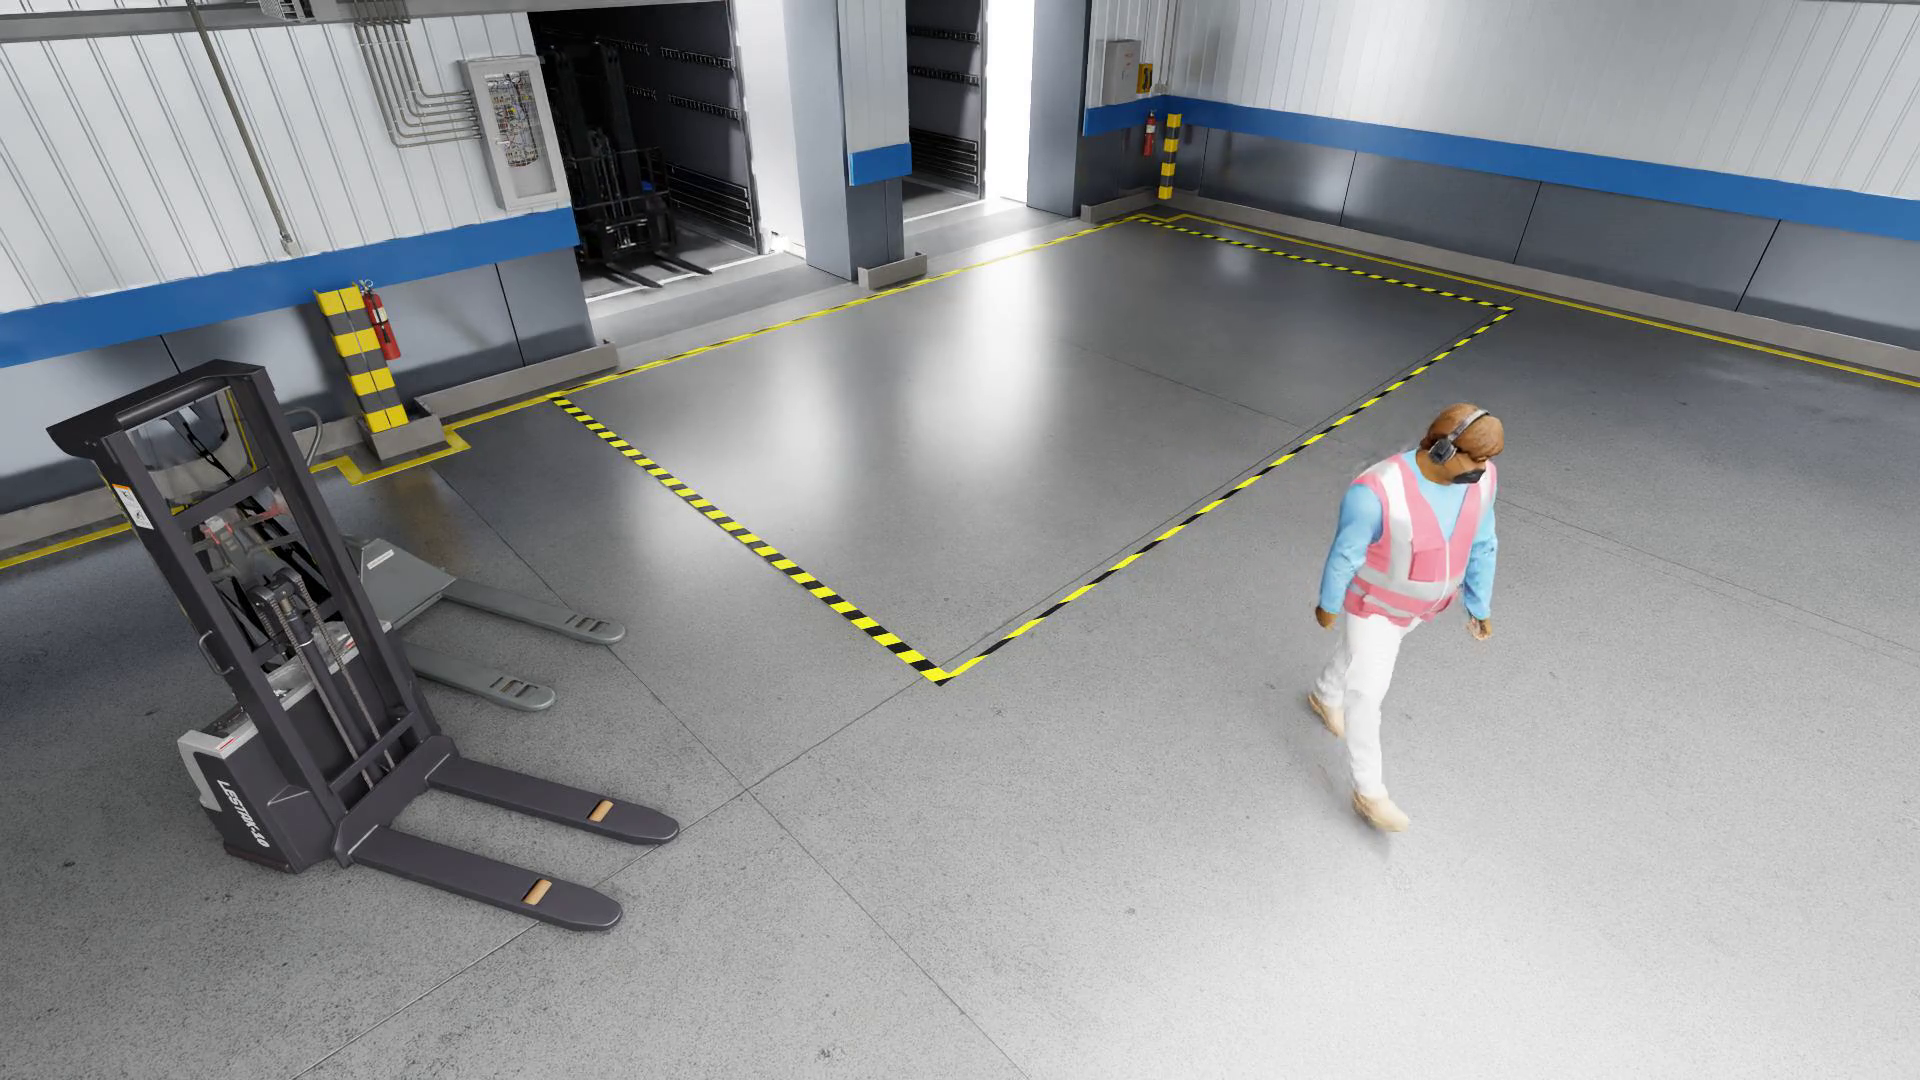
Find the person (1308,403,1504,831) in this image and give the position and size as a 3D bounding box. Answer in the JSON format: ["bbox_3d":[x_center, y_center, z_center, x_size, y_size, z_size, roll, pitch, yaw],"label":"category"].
[{"bbox_3d":[1.838,0.301,3.711,0.620,1.797,0.872,-12,36,-17],"label":"person"}]

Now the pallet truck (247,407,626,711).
[{"bbox_3d":[-2.628,0.038,4.590,1.601,1.201,0.680,12,36,18],"label":"pallet truck"}]

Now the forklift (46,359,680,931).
[{"bbox_3d":[-2.135,0.422,3.354,1.885,1.965,0.823,10,35,14],"label":"forklift"}]

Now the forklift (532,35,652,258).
[{"bbox_3d":[-4.485,-4.431,10.165,2.680,2.036,1.157,29,44,36],"label":"forklift"}]
